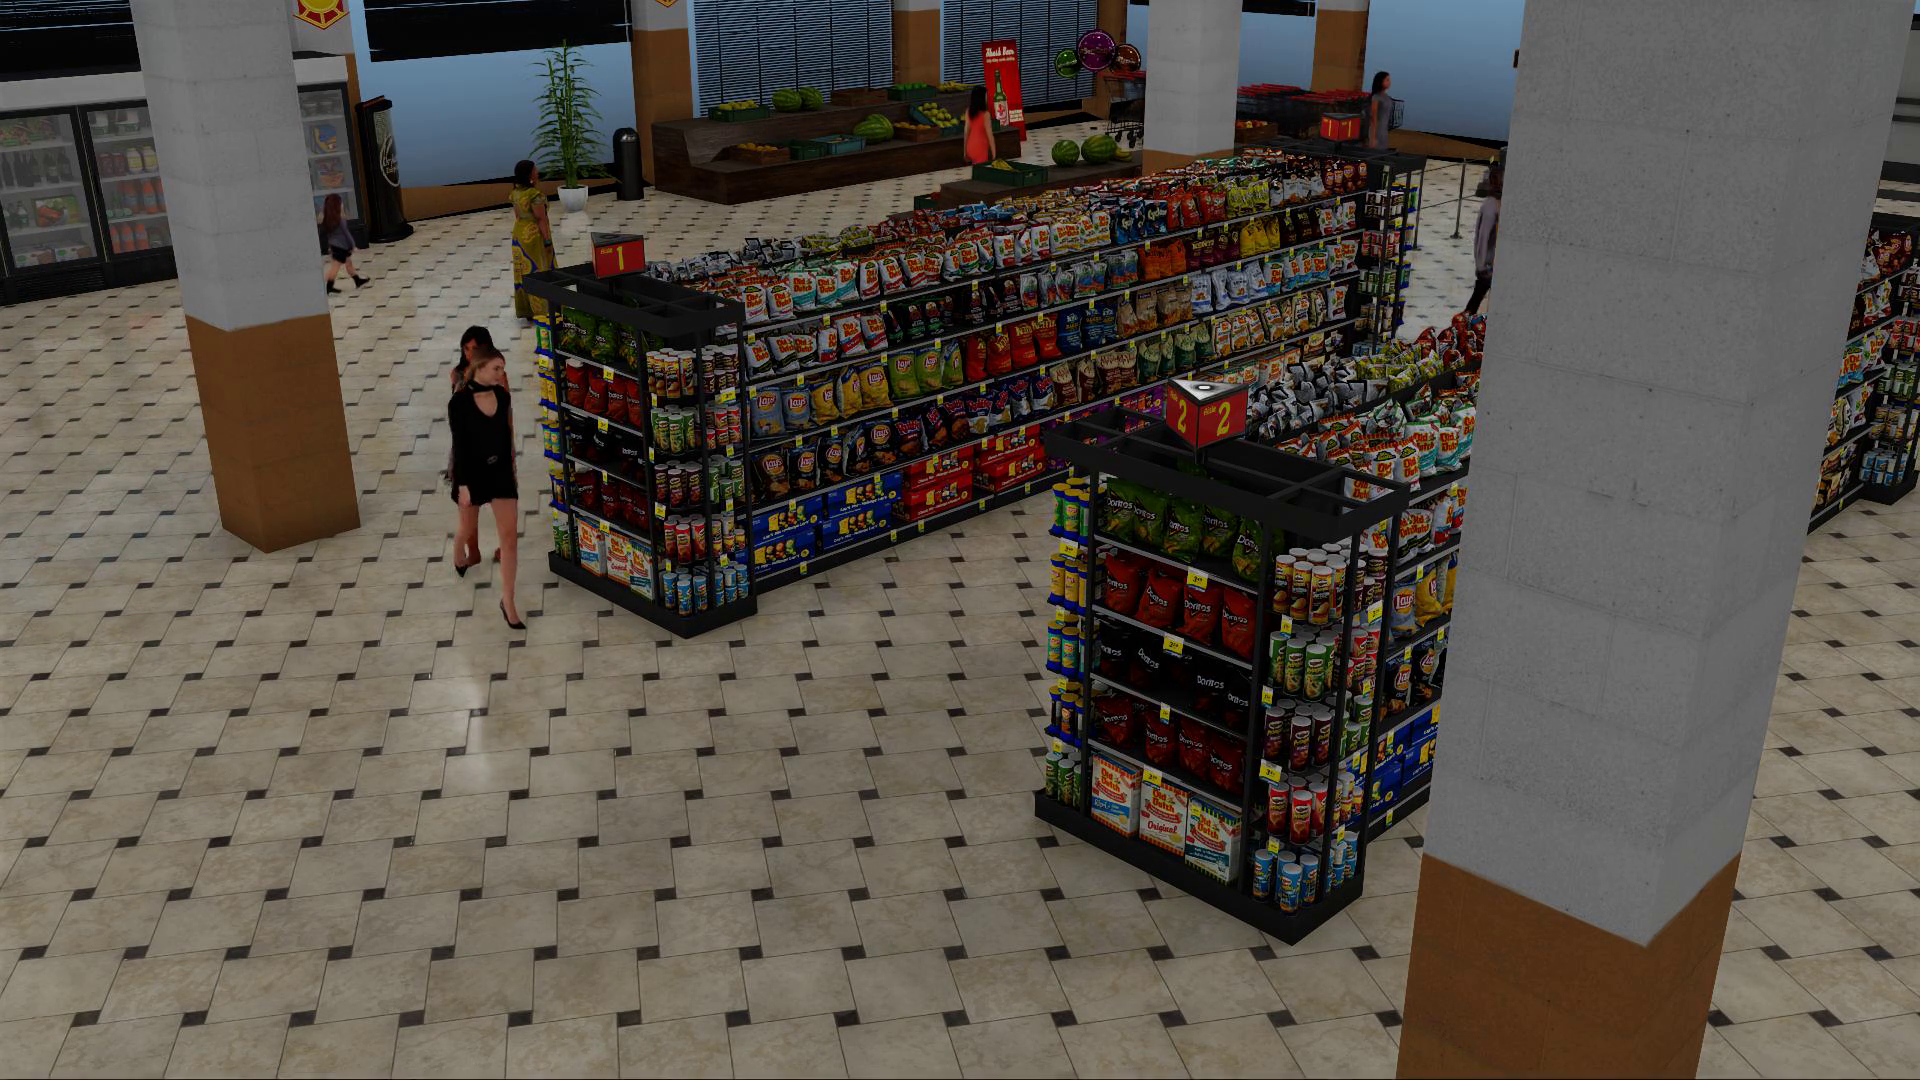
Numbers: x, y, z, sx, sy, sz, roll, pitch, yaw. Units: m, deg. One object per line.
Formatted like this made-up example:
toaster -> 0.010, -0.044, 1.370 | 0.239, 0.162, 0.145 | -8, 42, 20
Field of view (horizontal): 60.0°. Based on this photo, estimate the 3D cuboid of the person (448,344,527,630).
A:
person -> -2.926, -0.345, 10.143 | 1.073, 1.725, 0.695 | -15, 26, -32

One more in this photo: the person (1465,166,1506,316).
person -> 4.968, -2.684, 15.924 | 0.844, 1.756, 0.849 | 9, 24, 21

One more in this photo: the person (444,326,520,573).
person -> -3.094, -0.647, 11.030 | 0.852, 1.625, 0.938 | 5, 22, 12

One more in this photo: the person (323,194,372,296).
person -> -6.808, -3.200, 18.119 | 0.493, 1.076, 0.801 | 18, 28, 38

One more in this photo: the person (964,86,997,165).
person -> 0.183, -5.157, 22.146 | 0.614, 1.706, 0.577 | 20, 29, 40

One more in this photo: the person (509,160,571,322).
person -> -4.341, -3.032, 16.919 | 0.843, 1.661, 0.752 | 19, 29, 39
